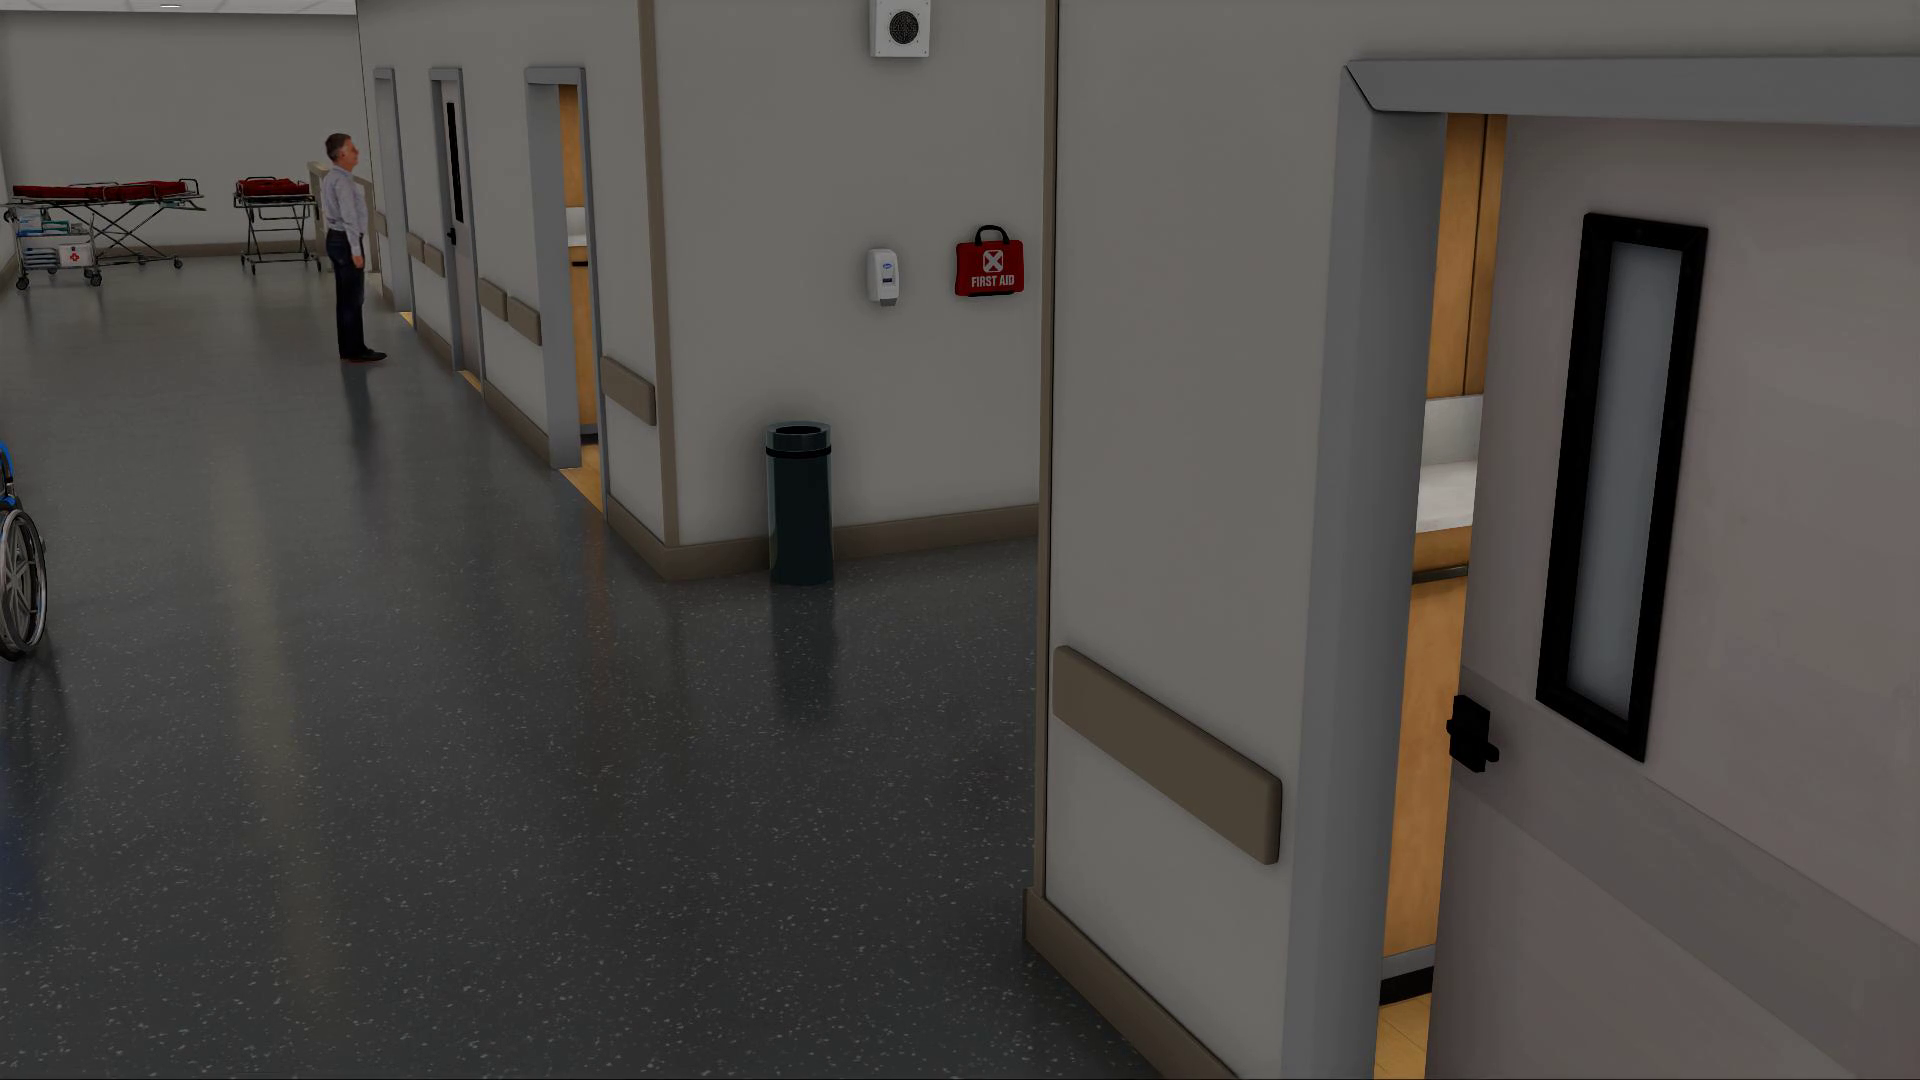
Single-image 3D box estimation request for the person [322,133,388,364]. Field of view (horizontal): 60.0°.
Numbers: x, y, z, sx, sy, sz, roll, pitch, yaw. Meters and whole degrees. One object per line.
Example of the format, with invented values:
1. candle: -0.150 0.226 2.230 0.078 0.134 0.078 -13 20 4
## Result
1. person: -4.971 -2.372 13.478 0.730 1.819 0.540 -10 19 -31
